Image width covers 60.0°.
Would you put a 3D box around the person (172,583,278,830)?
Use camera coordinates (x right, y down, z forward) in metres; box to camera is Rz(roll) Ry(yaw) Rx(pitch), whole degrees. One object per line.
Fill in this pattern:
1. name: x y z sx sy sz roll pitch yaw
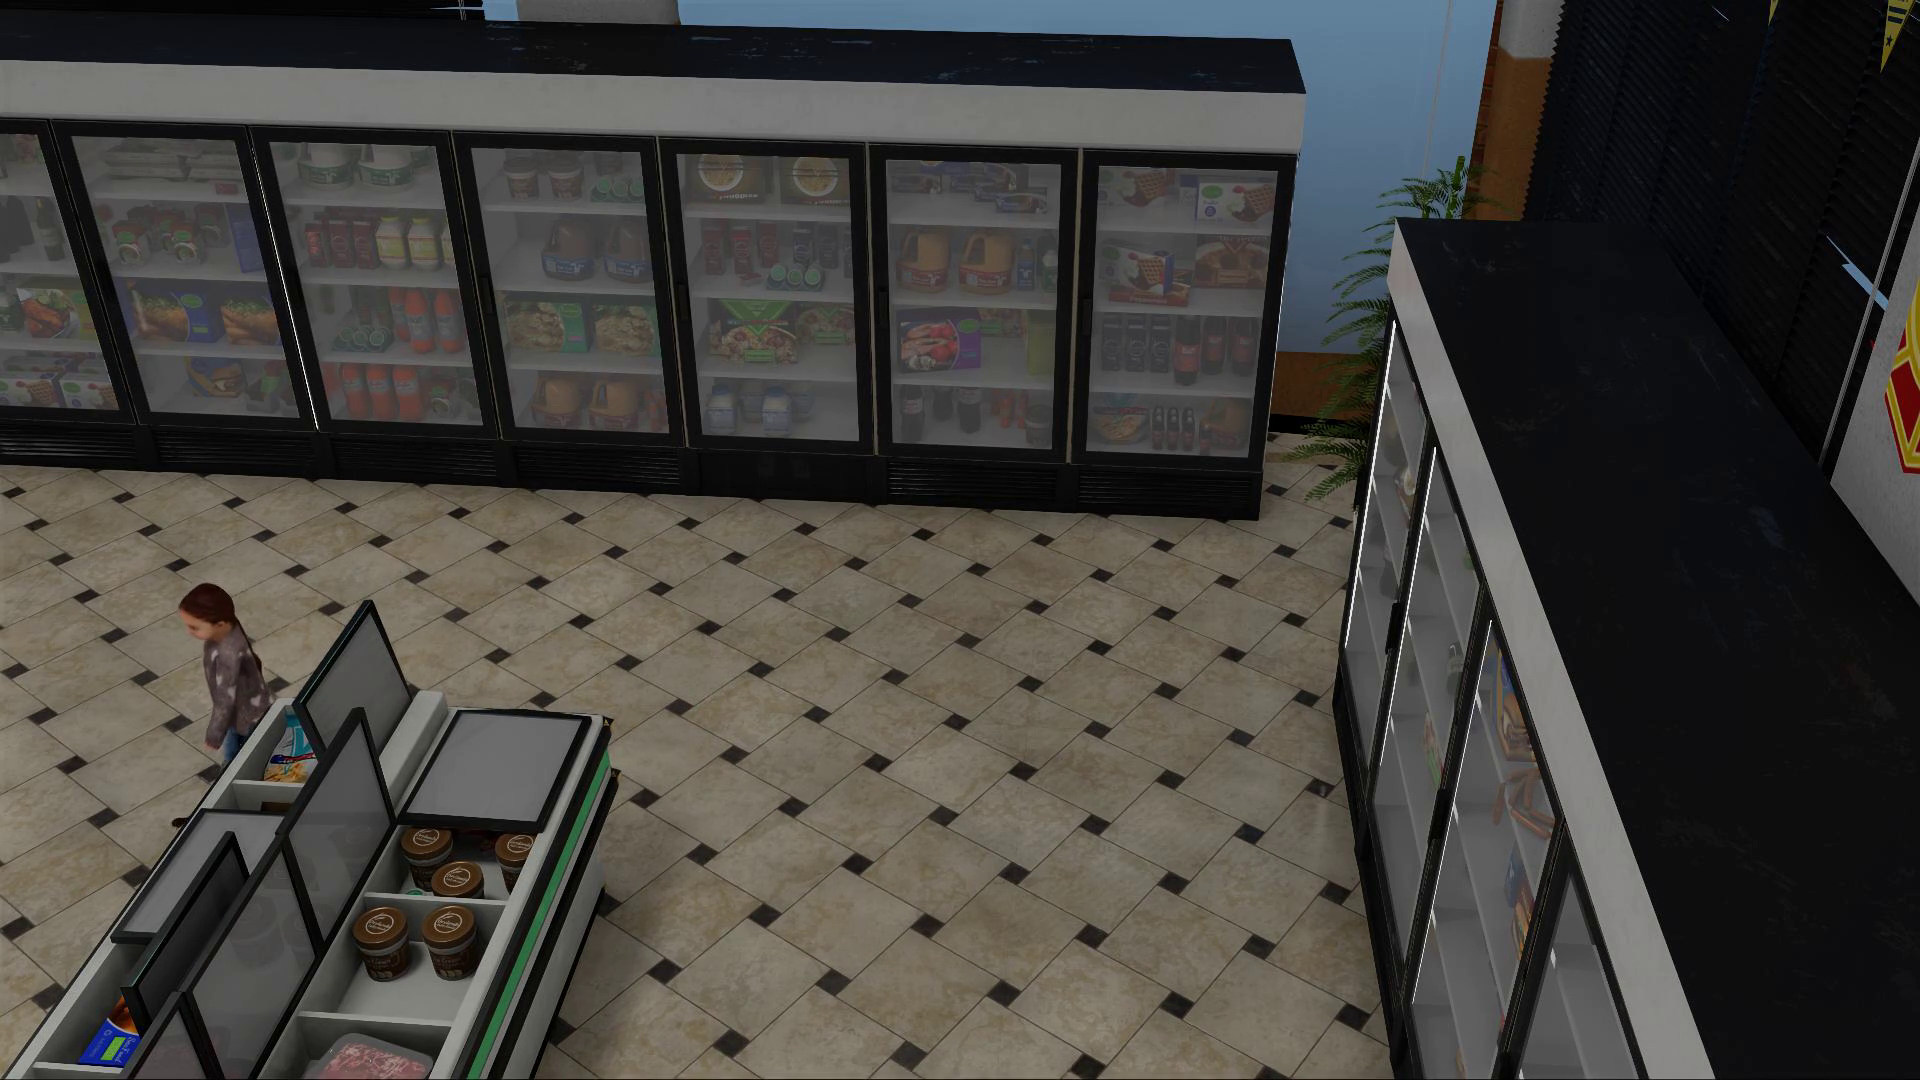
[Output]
1. person: -2.720 0.665 6.509 0.806 1.158 0.793 -18 36 -26
